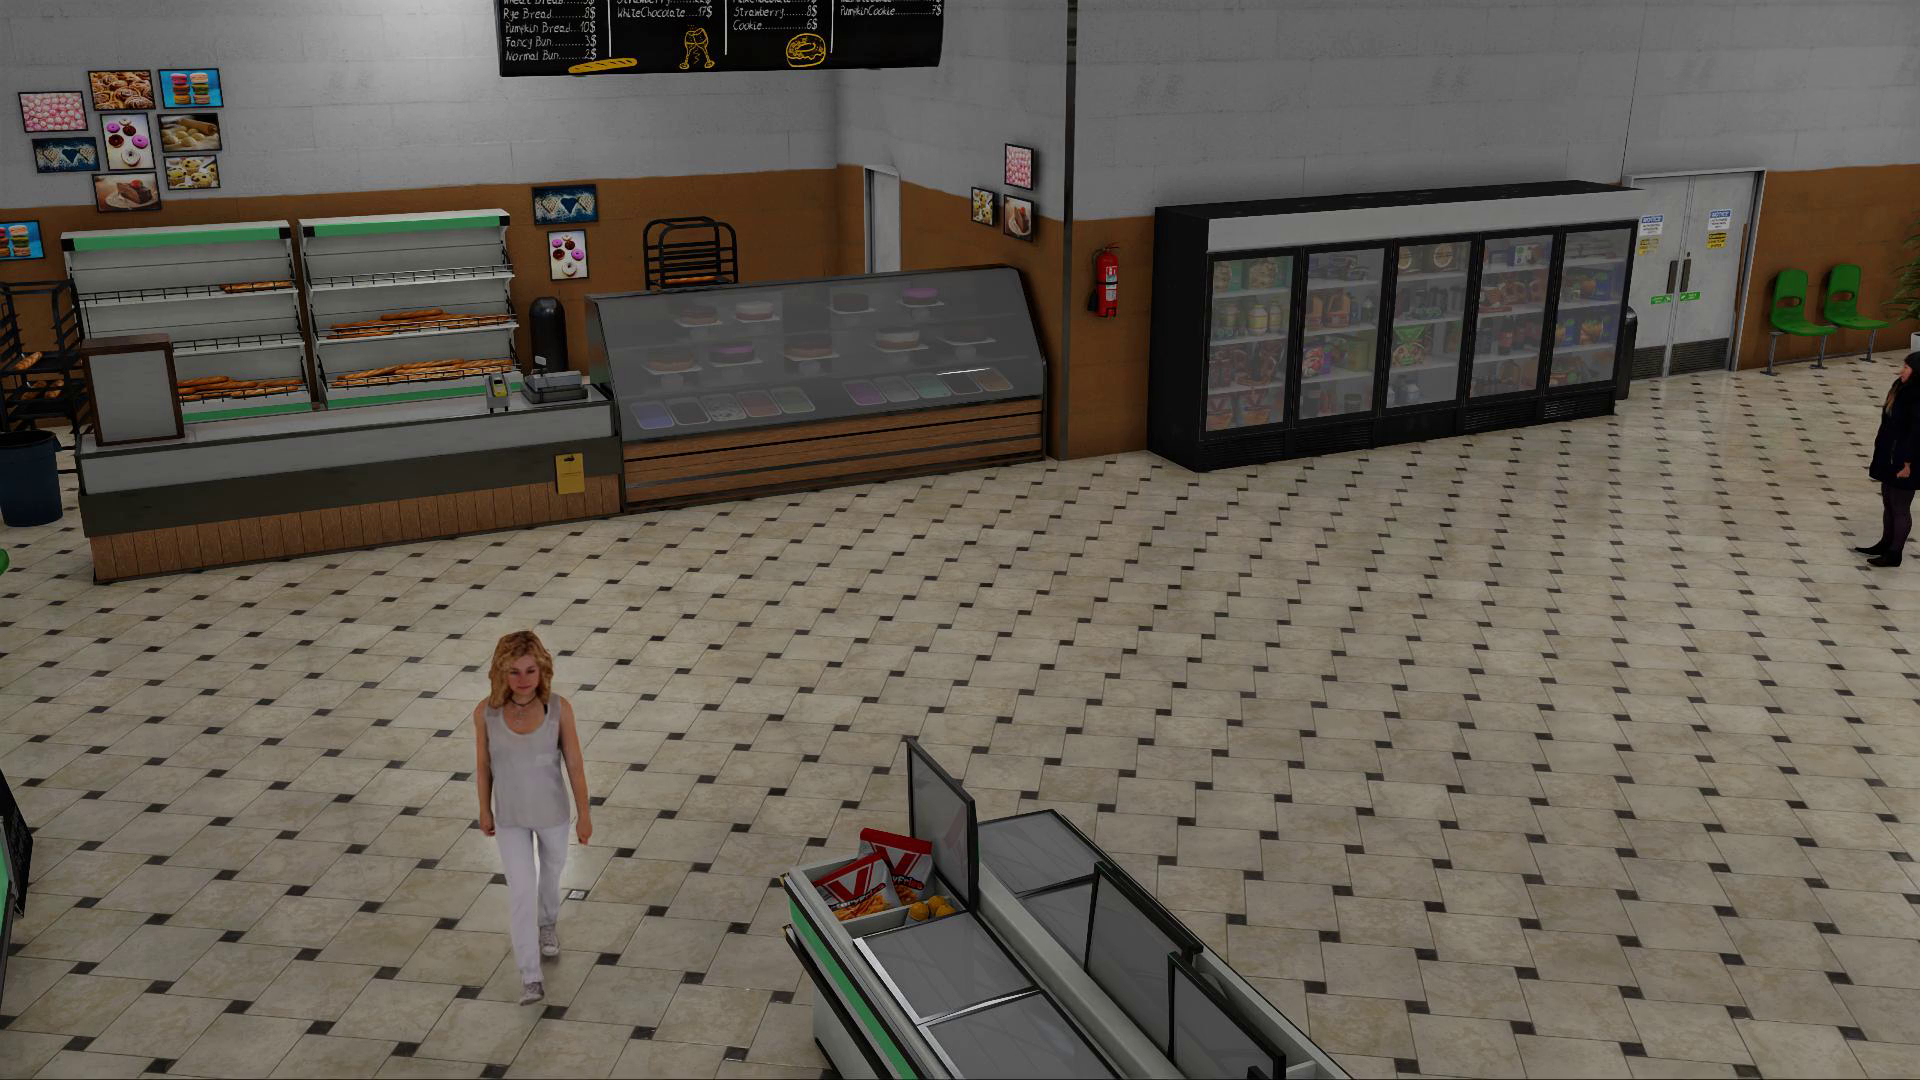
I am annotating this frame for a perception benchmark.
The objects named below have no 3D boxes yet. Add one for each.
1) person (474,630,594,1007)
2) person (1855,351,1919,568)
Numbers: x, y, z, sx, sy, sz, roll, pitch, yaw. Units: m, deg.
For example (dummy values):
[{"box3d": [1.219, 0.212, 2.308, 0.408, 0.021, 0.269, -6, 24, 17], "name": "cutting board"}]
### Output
[{"box3d": [-1.887, 1.163, 7.376, 0.762, 1.629, 1.076, -4, 19, -13], "name": "person"}, {"box3d": [7.158, -0.626, 12.609, 0.856, 1.675, 0.775, 3, 19, 10], "name": "person"}]
